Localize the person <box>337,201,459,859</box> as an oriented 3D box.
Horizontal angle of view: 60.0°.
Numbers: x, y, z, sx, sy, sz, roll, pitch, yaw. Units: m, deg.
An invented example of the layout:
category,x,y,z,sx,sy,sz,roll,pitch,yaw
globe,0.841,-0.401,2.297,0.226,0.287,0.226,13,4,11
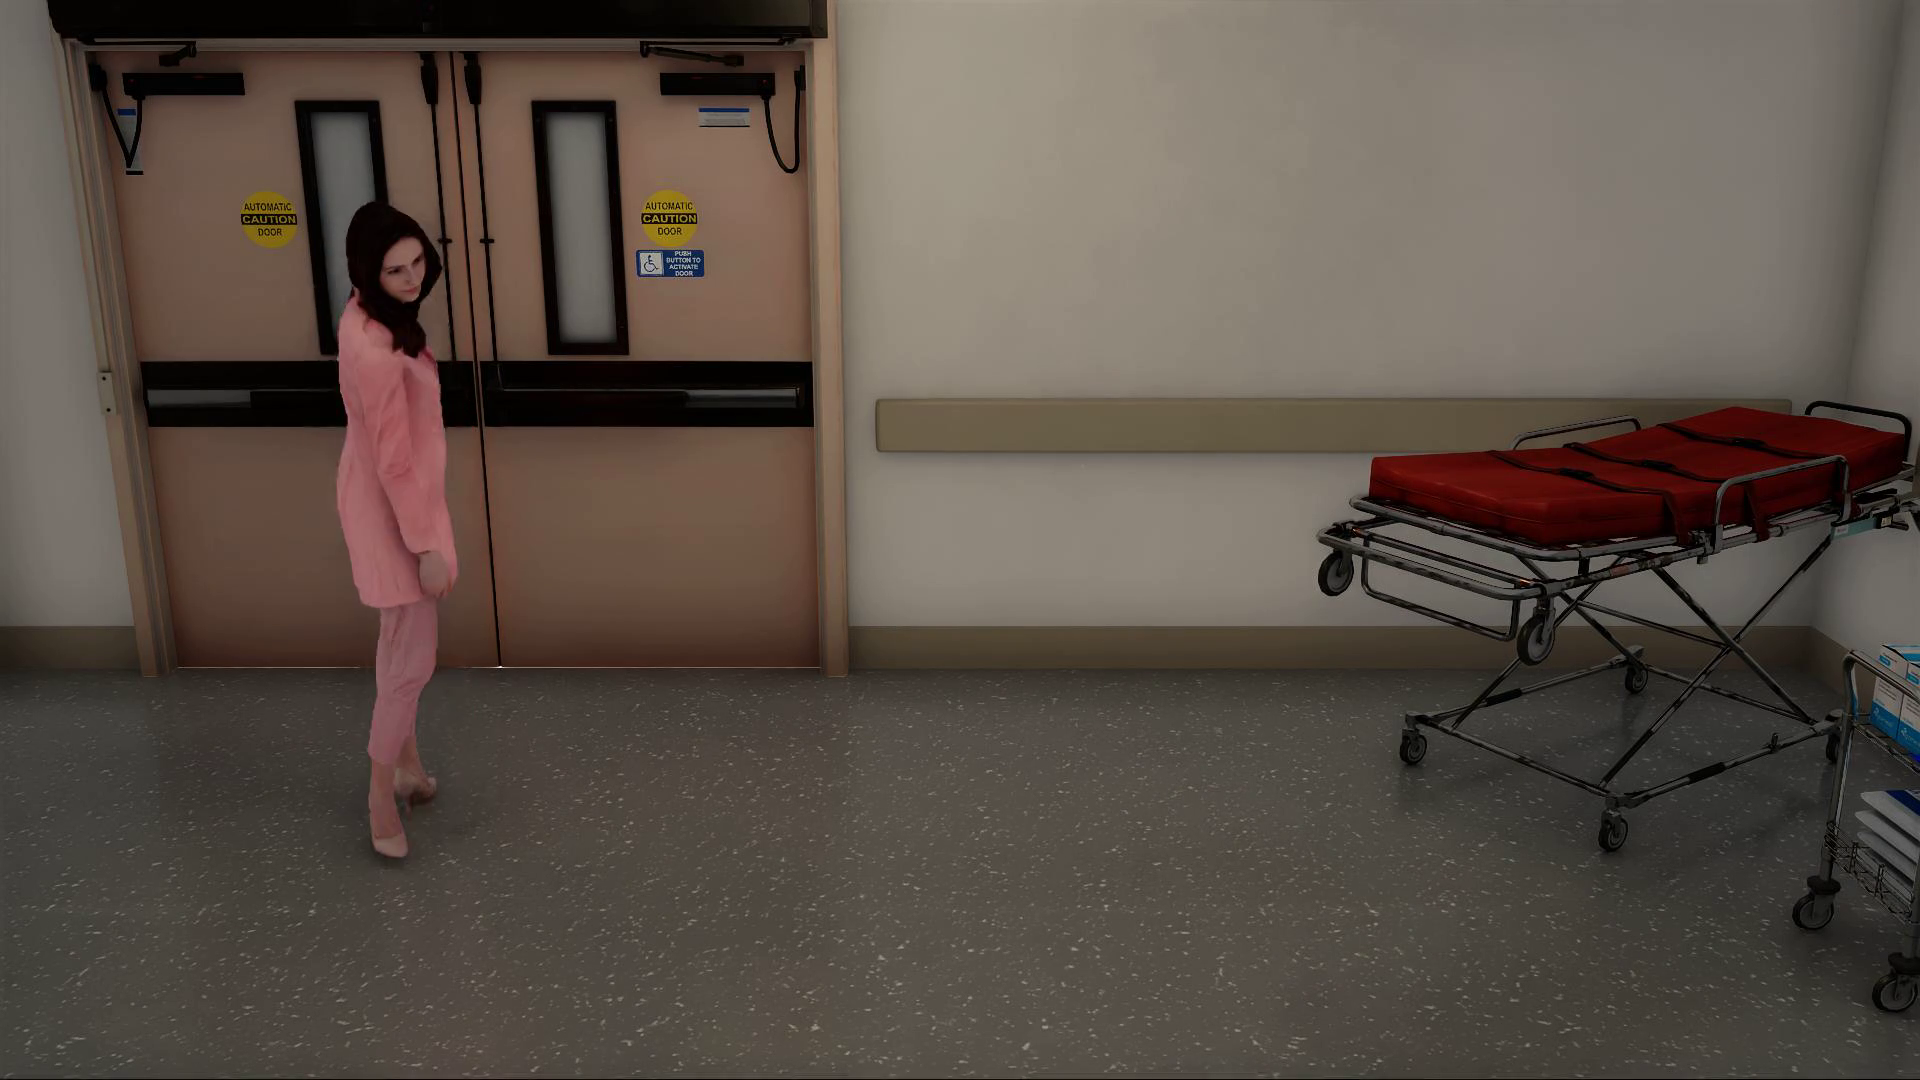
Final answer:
category,x,y,z,sx,sy,sz,roll,pitch,yaw
person,-1.583,-0.046,4.598,0.831,1.779,0.619,-10,18,-31
